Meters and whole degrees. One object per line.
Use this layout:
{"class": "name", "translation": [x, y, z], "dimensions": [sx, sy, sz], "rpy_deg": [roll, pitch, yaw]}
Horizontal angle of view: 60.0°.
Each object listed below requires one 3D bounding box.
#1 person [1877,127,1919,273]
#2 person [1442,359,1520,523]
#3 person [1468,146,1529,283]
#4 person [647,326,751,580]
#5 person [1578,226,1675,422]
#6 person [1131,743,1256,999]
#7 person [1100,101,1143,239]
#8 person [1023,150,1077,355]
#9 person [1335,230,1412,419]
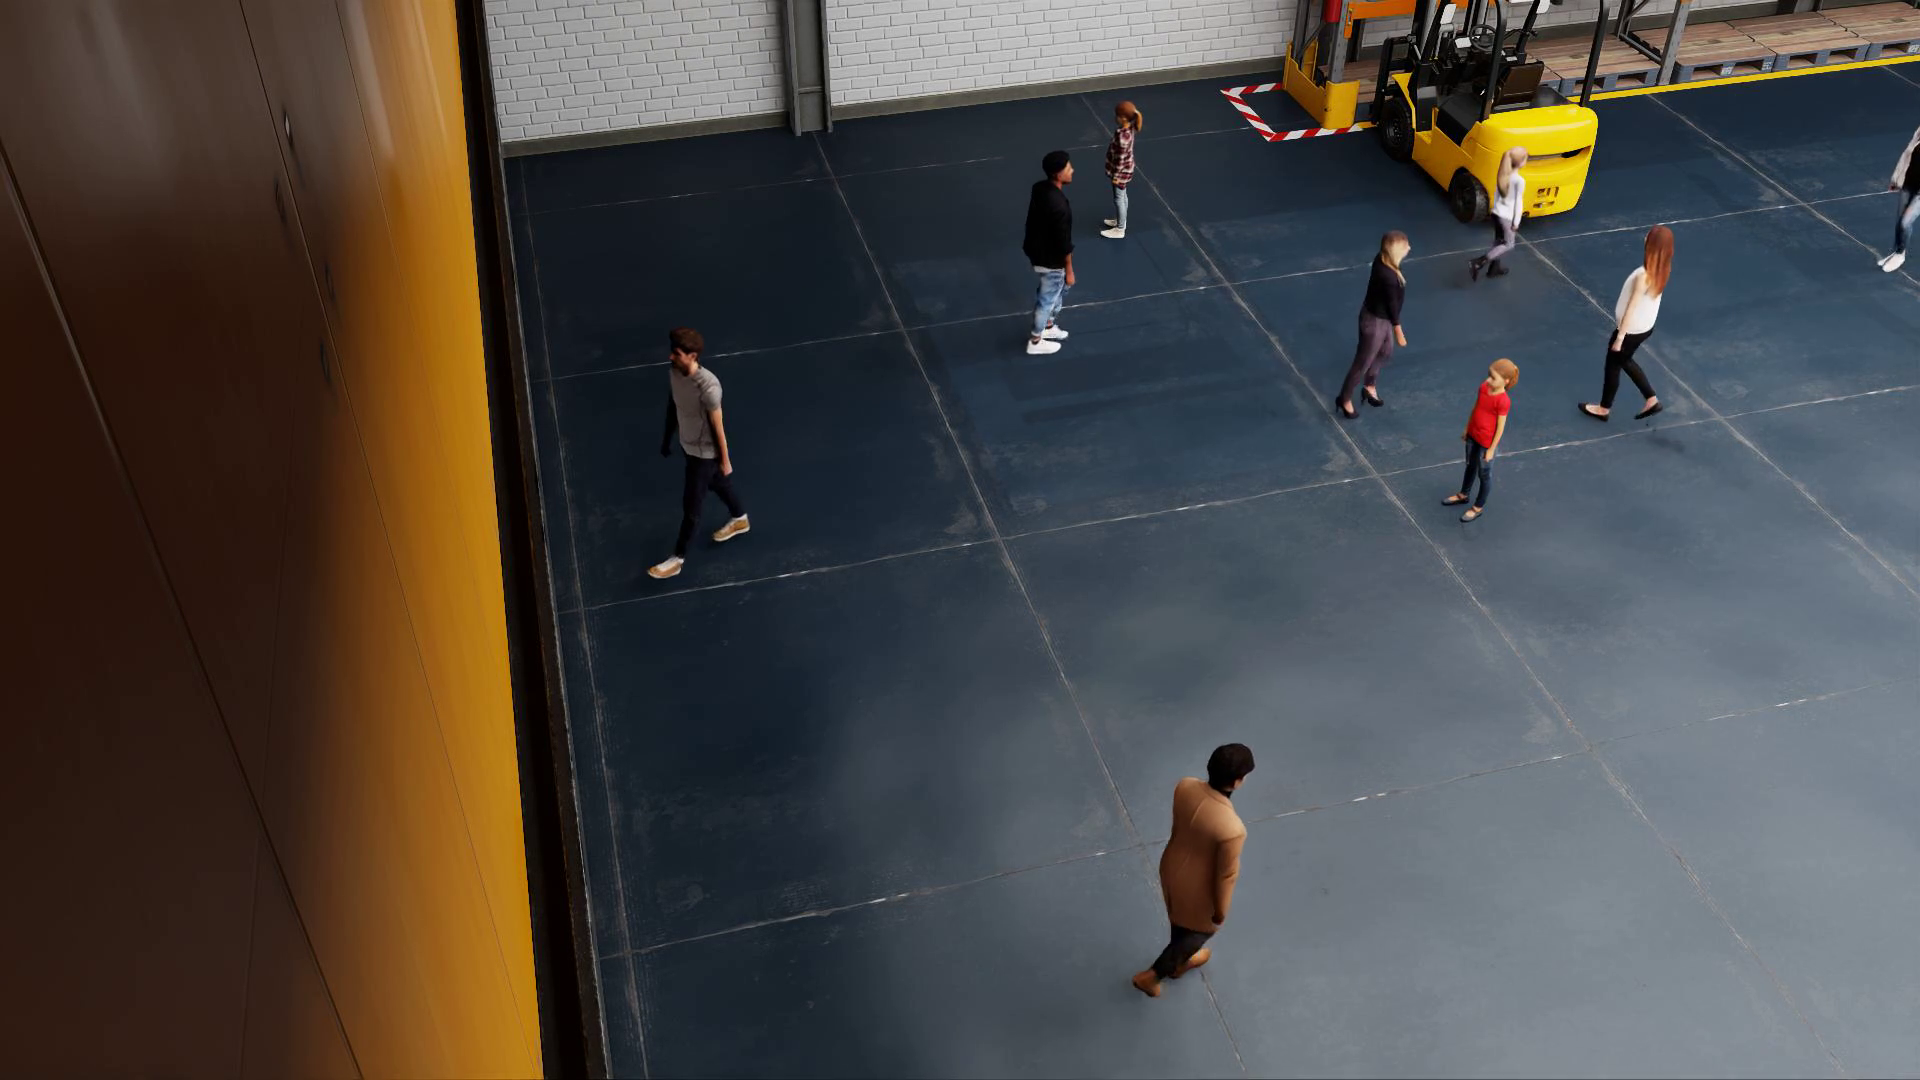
{"class": "person", "translation": [8.549, -3.150, 14.715], "dimensions": [0.650, 1.621, 0.682], "rpy_deg": [-16, 41, -20]}
{"class": "person", "translation": [3.770, -0.739, 11.944], "dimensions": [0.526, 1.311, 0.497], "rpy_deg": [-14, 41, -17]}
{"class": "person", "translation": [4.738, -2.841, 14.612], "dimensions": [0.727, 1.267, 0.513], "rpy_deg": [-12, 40, -15]}
{"class": "person", "translation": [-1.711, -0.660, 11.418], "dimensions": [1.240, 1.844, 0.949], "rpy_deg": [-27, 46, -29]}
{"class": "person", "translation": [5.208, -1.575, 12.672], "dimensions": [0.875, 1.709, 0.885], "rpy_deg": [32, 48, 33]}
{"class": "person", "translation": [1.123, 1.747, 8.524], "dimensions": [0.964, 1.695, 0.810], "rpy_deg": [-23, 44, -26]}
{"class": "person", "translation": [1.491, -3.420, 15.305], "dimensions": [0.650, 1.307, 0.615], "rpy_deg": [8, 39, 10]}
{"class": "person", "translation": [0.642, -2.309, 13.521], "dimensions": [0.628, 1.798, 0.688], "rpy_deg": [-10, 40, -12]}
{"class": "person", "translation": [3.094, -1.636, 12.790], "dimensions": [0.768, 1.658, 0.712], "rpy_deg": [2, 39, 2]}
